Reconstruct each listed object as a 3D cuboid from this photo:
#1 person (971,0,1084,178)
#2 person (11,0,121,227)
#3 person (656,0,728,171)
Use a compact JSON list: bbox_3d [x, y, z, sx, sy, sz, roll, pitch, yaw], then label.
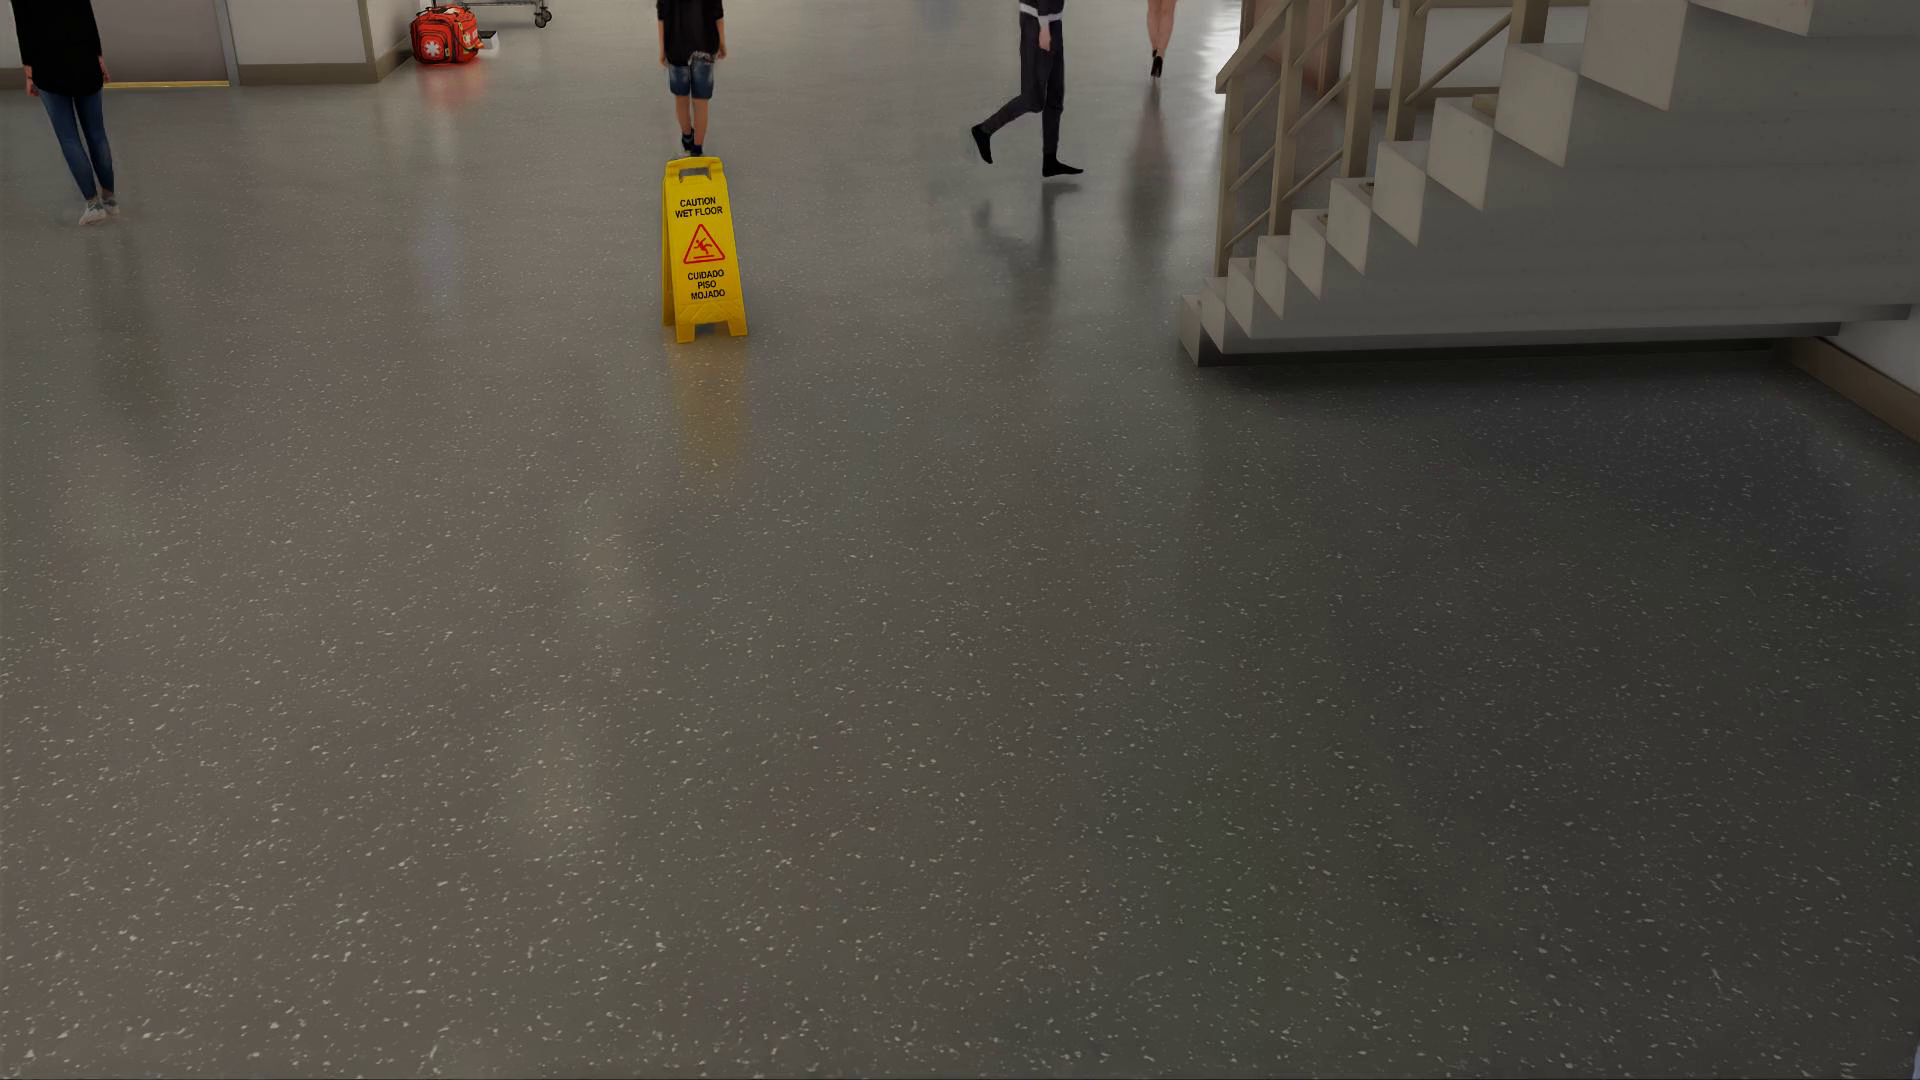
[{"bbox_3d":[0.398,-2.997,9.786,0.743,1.763,0.884,2,26,4],"label":"person"},{"bbox_3d":[-4.838,-2.559,8.996,0.866,1.660,0.799,23,34,39],"label":"person"},{"bbox_3d":[-1.649,-2.975,10.132,0.565,1.422,0.876,-1,26,-3],"label":"person"}]
